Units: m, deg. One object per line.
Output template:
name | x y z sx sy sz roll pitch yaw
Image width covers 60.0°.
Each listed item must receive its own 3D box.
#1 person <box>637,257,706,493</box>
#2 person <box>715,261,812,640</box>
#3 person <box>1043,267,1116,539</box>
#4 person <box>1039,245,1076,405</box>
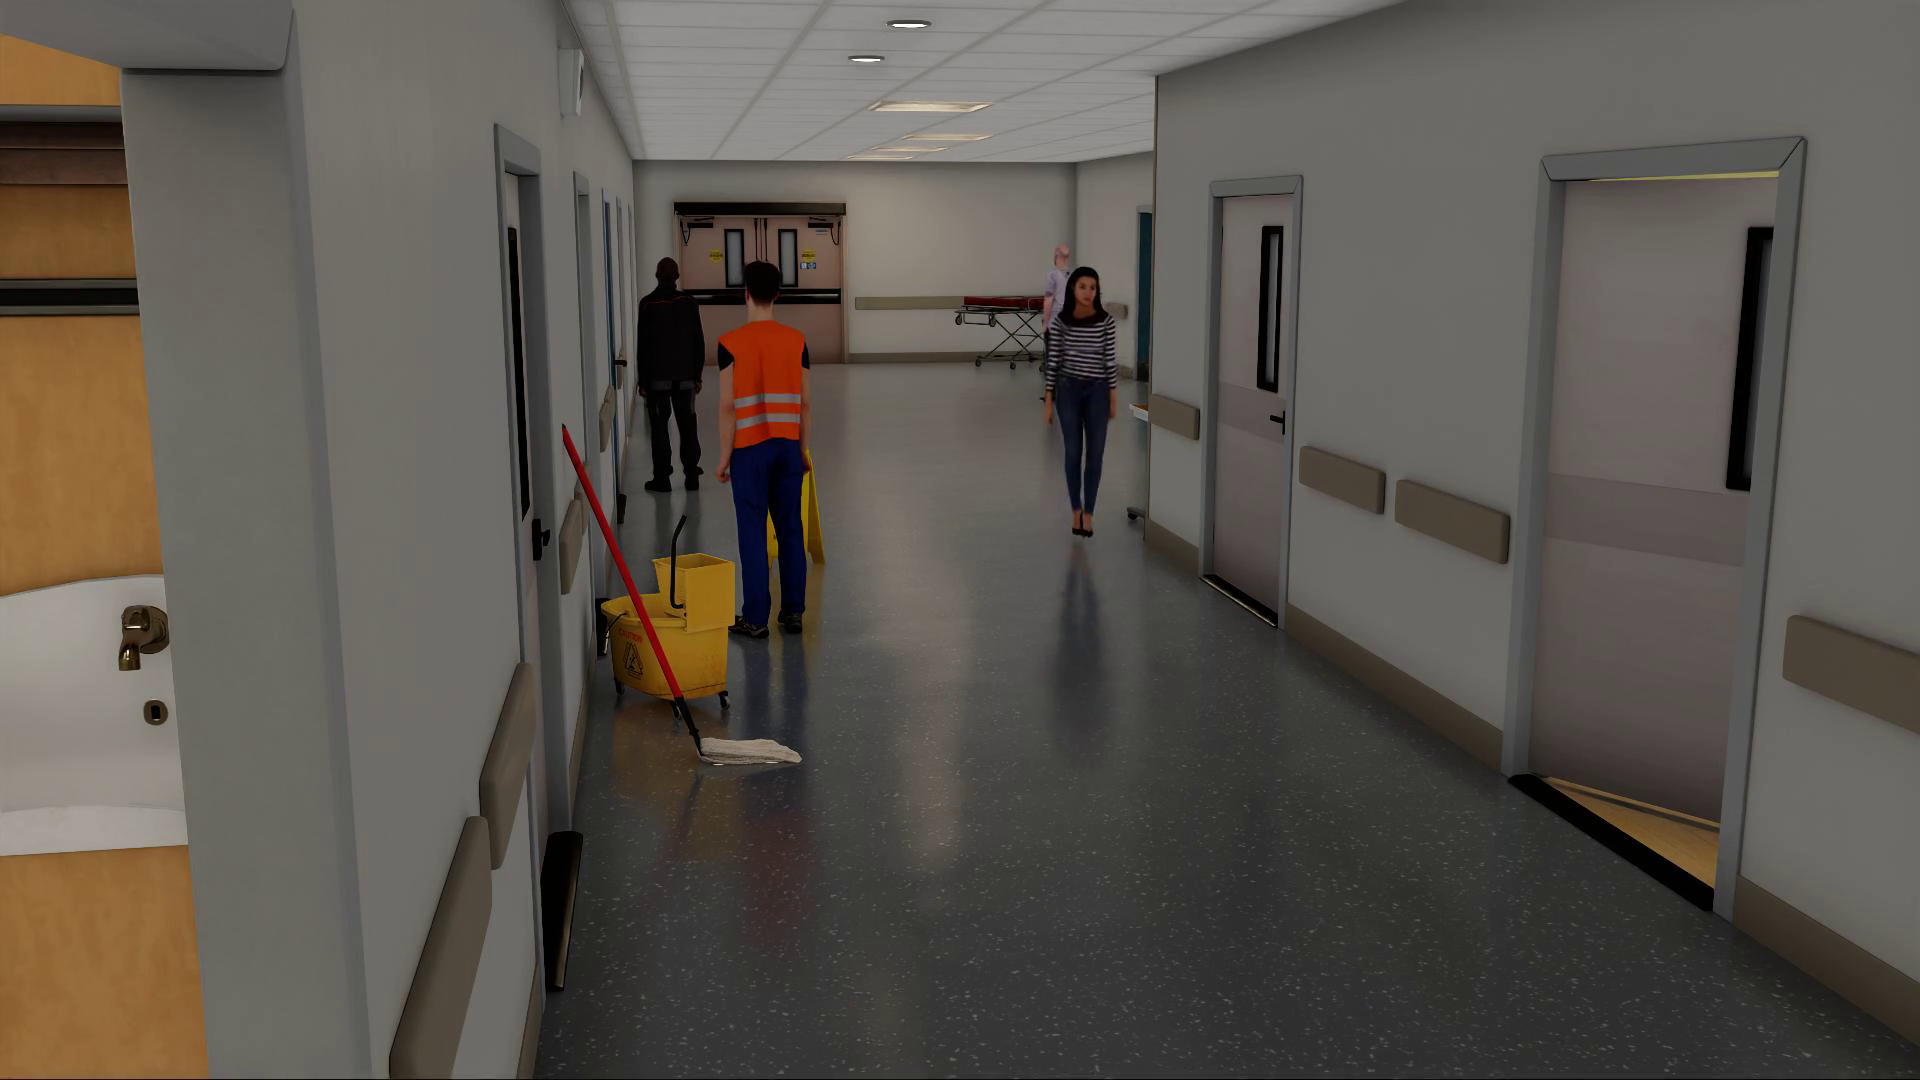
person | -2.270 -1.300 13.031 0.773 1.825 0.715 -5 12 -26
person | -0.979 -0.455 8.411 0.761 1.888 0.753 -6 12 -30
person | 0.803 -0.897 11.010 0.705 1.770 0.766 0 11 1
person | 1.183 -2.538 19.527 0.740 1.835 0.726 -7 13 -33
